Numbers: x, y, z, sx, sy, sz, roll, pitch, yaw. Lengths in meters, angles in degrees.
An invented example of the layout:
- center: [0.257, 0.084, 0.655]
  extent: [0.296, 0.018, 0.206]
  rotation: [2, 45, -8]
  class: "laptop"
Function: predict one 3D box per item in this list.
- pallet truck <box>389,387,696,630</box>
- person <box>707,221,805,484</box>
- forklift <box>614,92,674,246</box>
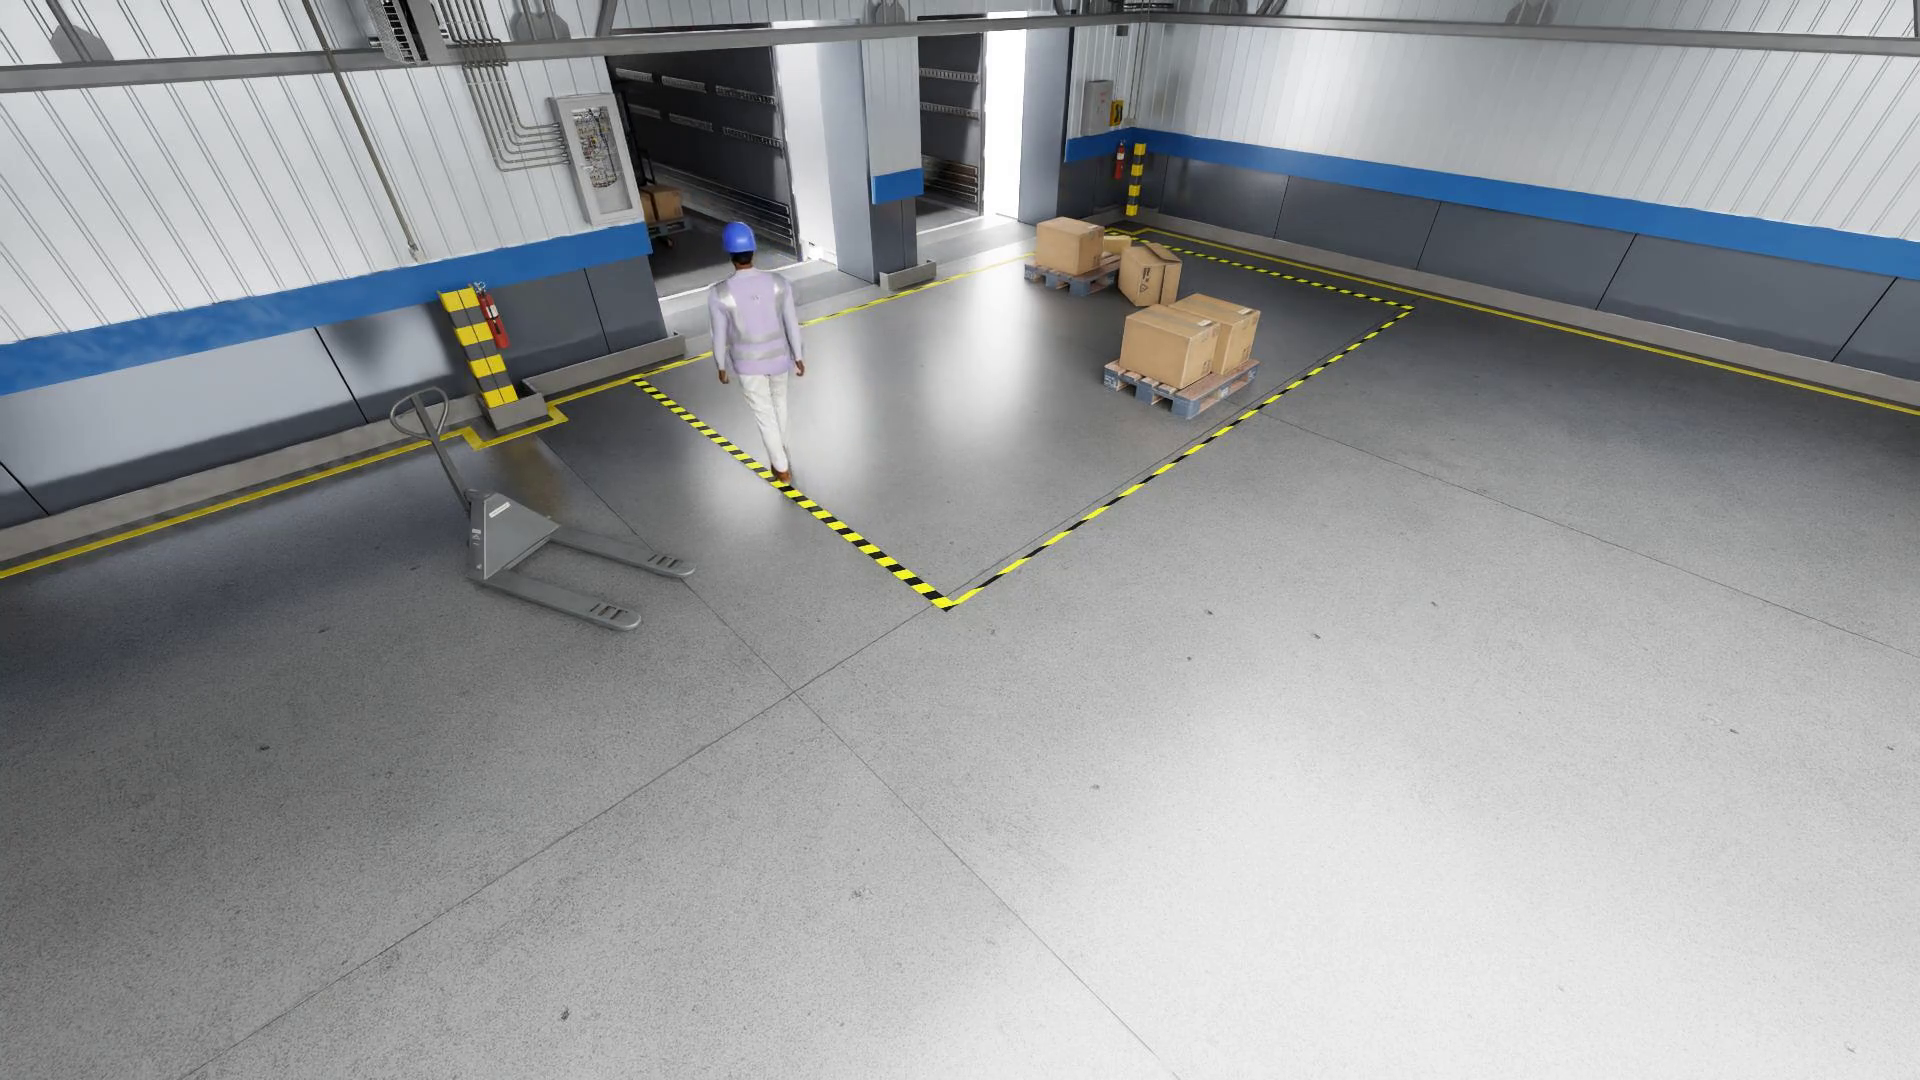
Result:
- center: [-2.613, -0.247, 4.593]
  extent: [1.601, 1.201, 0.680]
  rotation: [14, 40, 17]
  class: "pallet truck"
- center: [-1.553, -1.400, 5.520]
  extent: [0.636, 1.922, 0.789]
  rotation: [-22, 43, -26]
  class: "person"
- center: [-5.122, -5.355, 10.548]
  extent: [0.716, 2.013, 0.776]
  rotation: [-31, 47, -33]
  class: "forklift"
